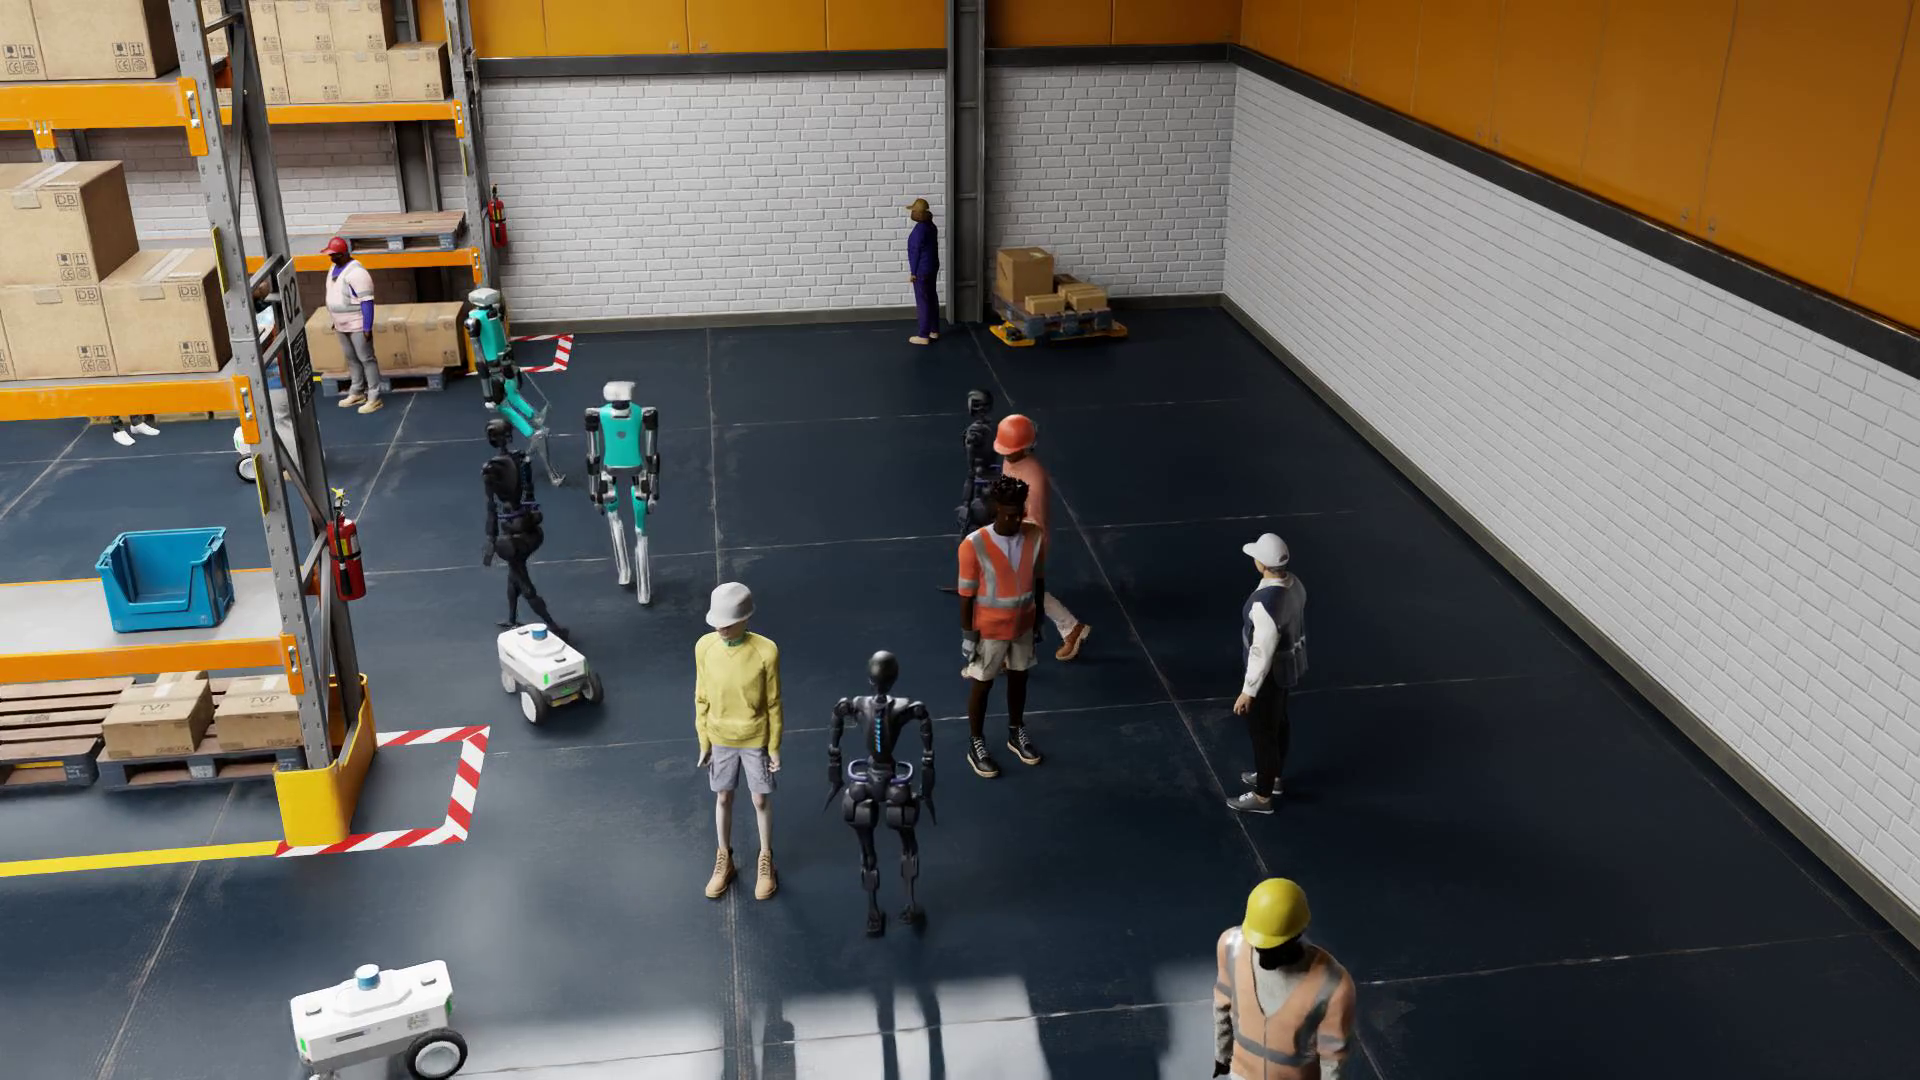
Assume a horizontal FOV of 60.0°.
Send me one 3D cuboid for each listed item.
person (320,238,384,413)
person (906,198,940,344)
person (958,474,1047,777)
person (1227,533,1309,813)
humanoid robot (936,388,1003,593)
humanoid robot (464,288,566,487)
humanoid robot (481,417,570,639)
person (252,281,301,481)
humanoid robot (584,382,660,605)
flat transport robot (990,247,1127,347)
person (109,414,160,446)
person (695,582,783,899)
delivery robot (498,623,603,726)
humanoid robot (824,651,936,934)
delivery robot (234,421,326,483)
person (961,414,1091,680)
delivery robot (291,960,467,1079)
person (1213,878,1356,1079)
[{"bbox_3d":[-5.991,-2.121,16.388,0.610,1.749,0.418,18,29,35],"label":"person"},{"bbox_3d":[-0.428,-3.005,18.564,0.363,1.619,0.451,10,26,22],"label":"person"},{"bbox_3d":[0.271,0.510,10.139,0.605,1.958,0.379,-13,27,-27],"label":"person"},{"bbox_3d":[1.804,0.782,9.762,0.444,1.755,0.760,12,26,26],"label":"person"},{"bbox_3d":[0.135,-0.363,12.480,0.584,1.640,0.586,9,25,19],"label":"humanoid robot"},{"bbox_3d":[-3.792,-1.274,14.558,0.868,1.846,0.546,6,24,13],"label":"humanoid robot"},{"bbox_3d":[-3.123,-0.053,11.835,0.691,1.633,0.633,9,25,20],"label":"humanoid robot"},{"bbox_3d":[-6.057,-1.408,14.678,0.457,1.827,0.628,-9,25,-20],"label":"person"},{"bbox_3d":[-2.505,-0.407,12.510,0.553,1.773,0.790,-4,24,-9],"label":"humanoid robot"},{"bbox_3d":[1.120,-2.431,18.934,1.431,0.231,0.659,-8,25,-17],"label":"flat transport robot"},{"bbox_3d":[-7.894,-1.833,15.579,0.328,1.873,0.518,10,25,21],"label":"person"},{"bbox_3d":[-1.186,1.068,8.955,0.472,1.887,0.399,3,24,6],"label":"person"},{"bbox_3d":[-2.773,0.848,11.099,0.499,0.586,0.773,-19,30,-37],"label":"delivery robot"},{"bbox_3d":[-0.421,1.308,8.665,0.599,1.654,0.370,1,24,3],"label":"humanoid robot"},{"bbox_3d":[-6.151,-0.848,14.989,0.808,0.607,0.499,-7,25,-15],"label":"delivery robot"},{"bbox_3d":[0.483,0.029,11.268,0.904,1.938,0.649,-6,25,-14],"label":"person"},{"bbox_3d":[-2.753,2.270,7.853,0.774,0.581,0.499,-10,26,-22],"label":"delivery robot"},{"bbox_3d":[1.216,2.131,6.508,0.600,1.903,0.586,15,28,30],"label":"person"}]
